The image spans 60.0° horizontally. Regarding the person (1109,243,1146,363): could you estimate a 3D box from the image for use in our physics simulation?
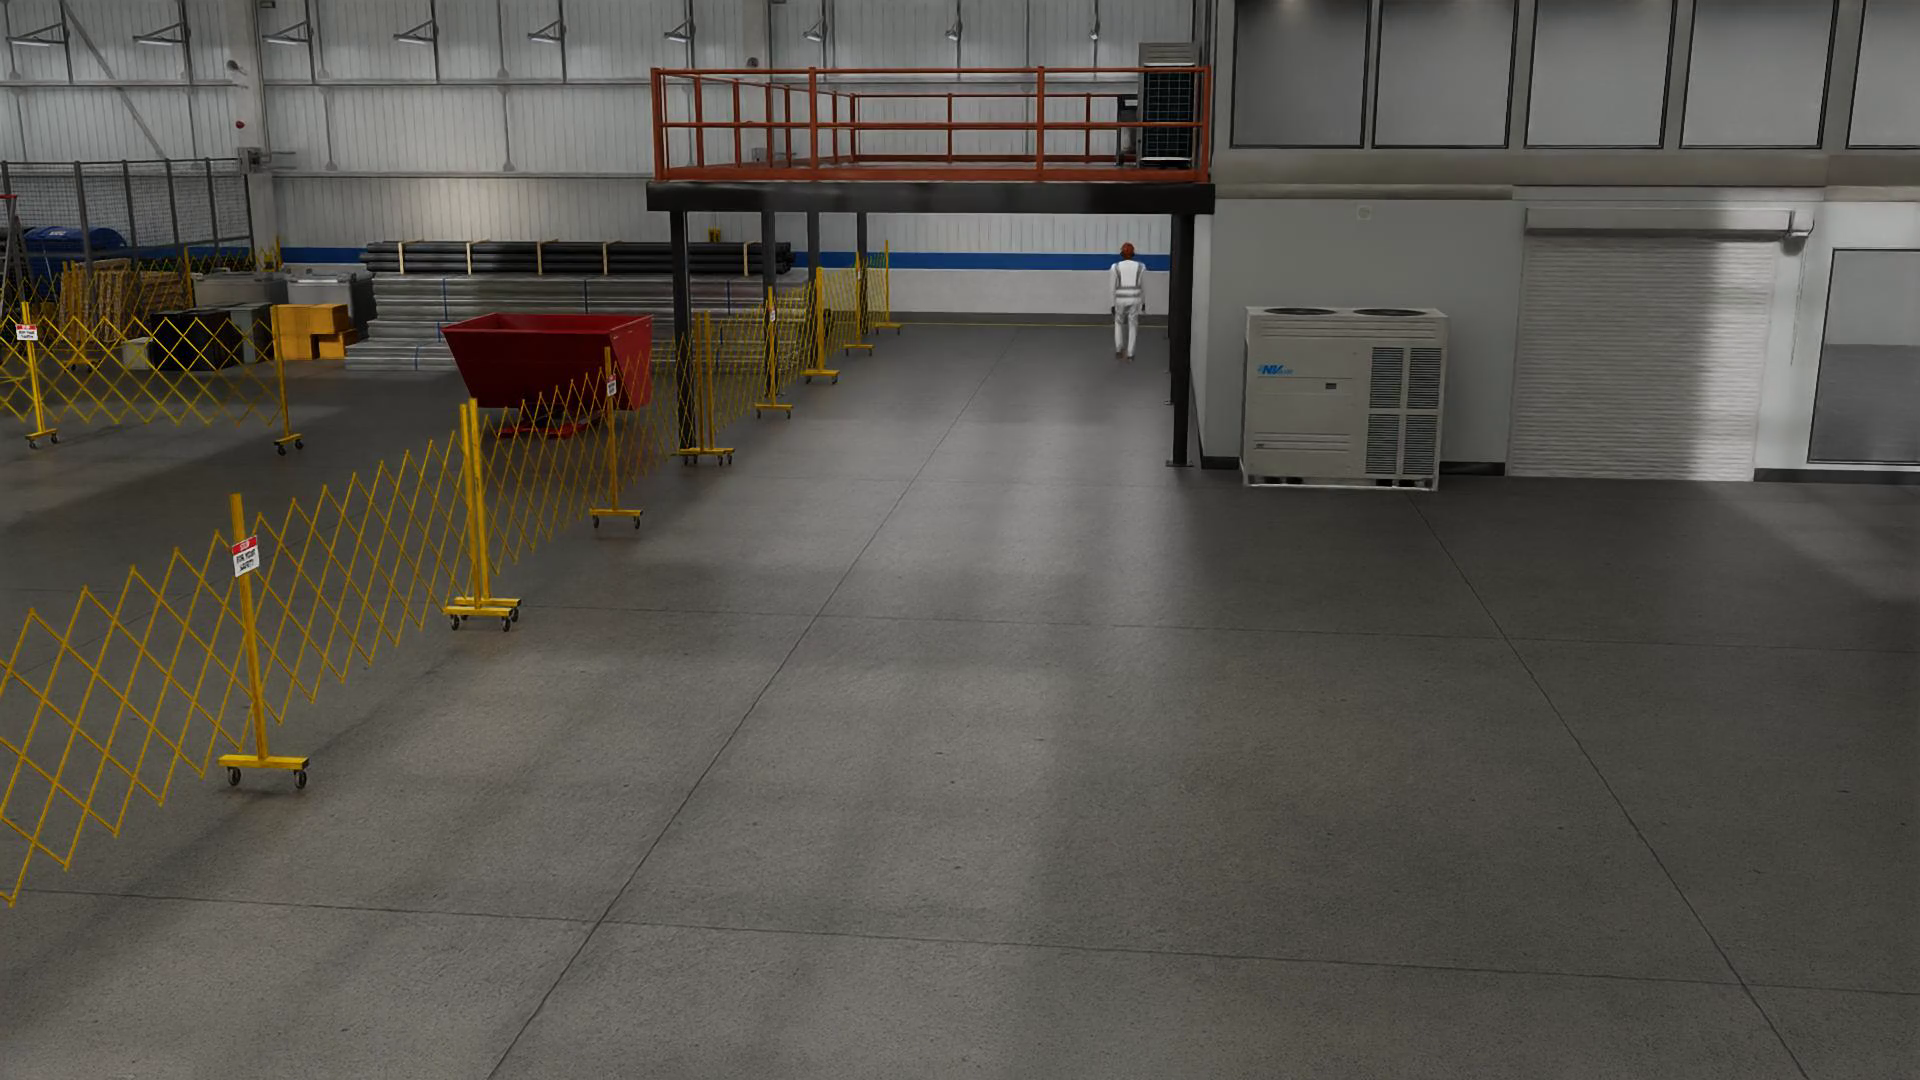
[{"bbox_3d":[2.647,-3.769,26.351,0.594,1.847,0.915,0,14,1],"label":"person"}]
